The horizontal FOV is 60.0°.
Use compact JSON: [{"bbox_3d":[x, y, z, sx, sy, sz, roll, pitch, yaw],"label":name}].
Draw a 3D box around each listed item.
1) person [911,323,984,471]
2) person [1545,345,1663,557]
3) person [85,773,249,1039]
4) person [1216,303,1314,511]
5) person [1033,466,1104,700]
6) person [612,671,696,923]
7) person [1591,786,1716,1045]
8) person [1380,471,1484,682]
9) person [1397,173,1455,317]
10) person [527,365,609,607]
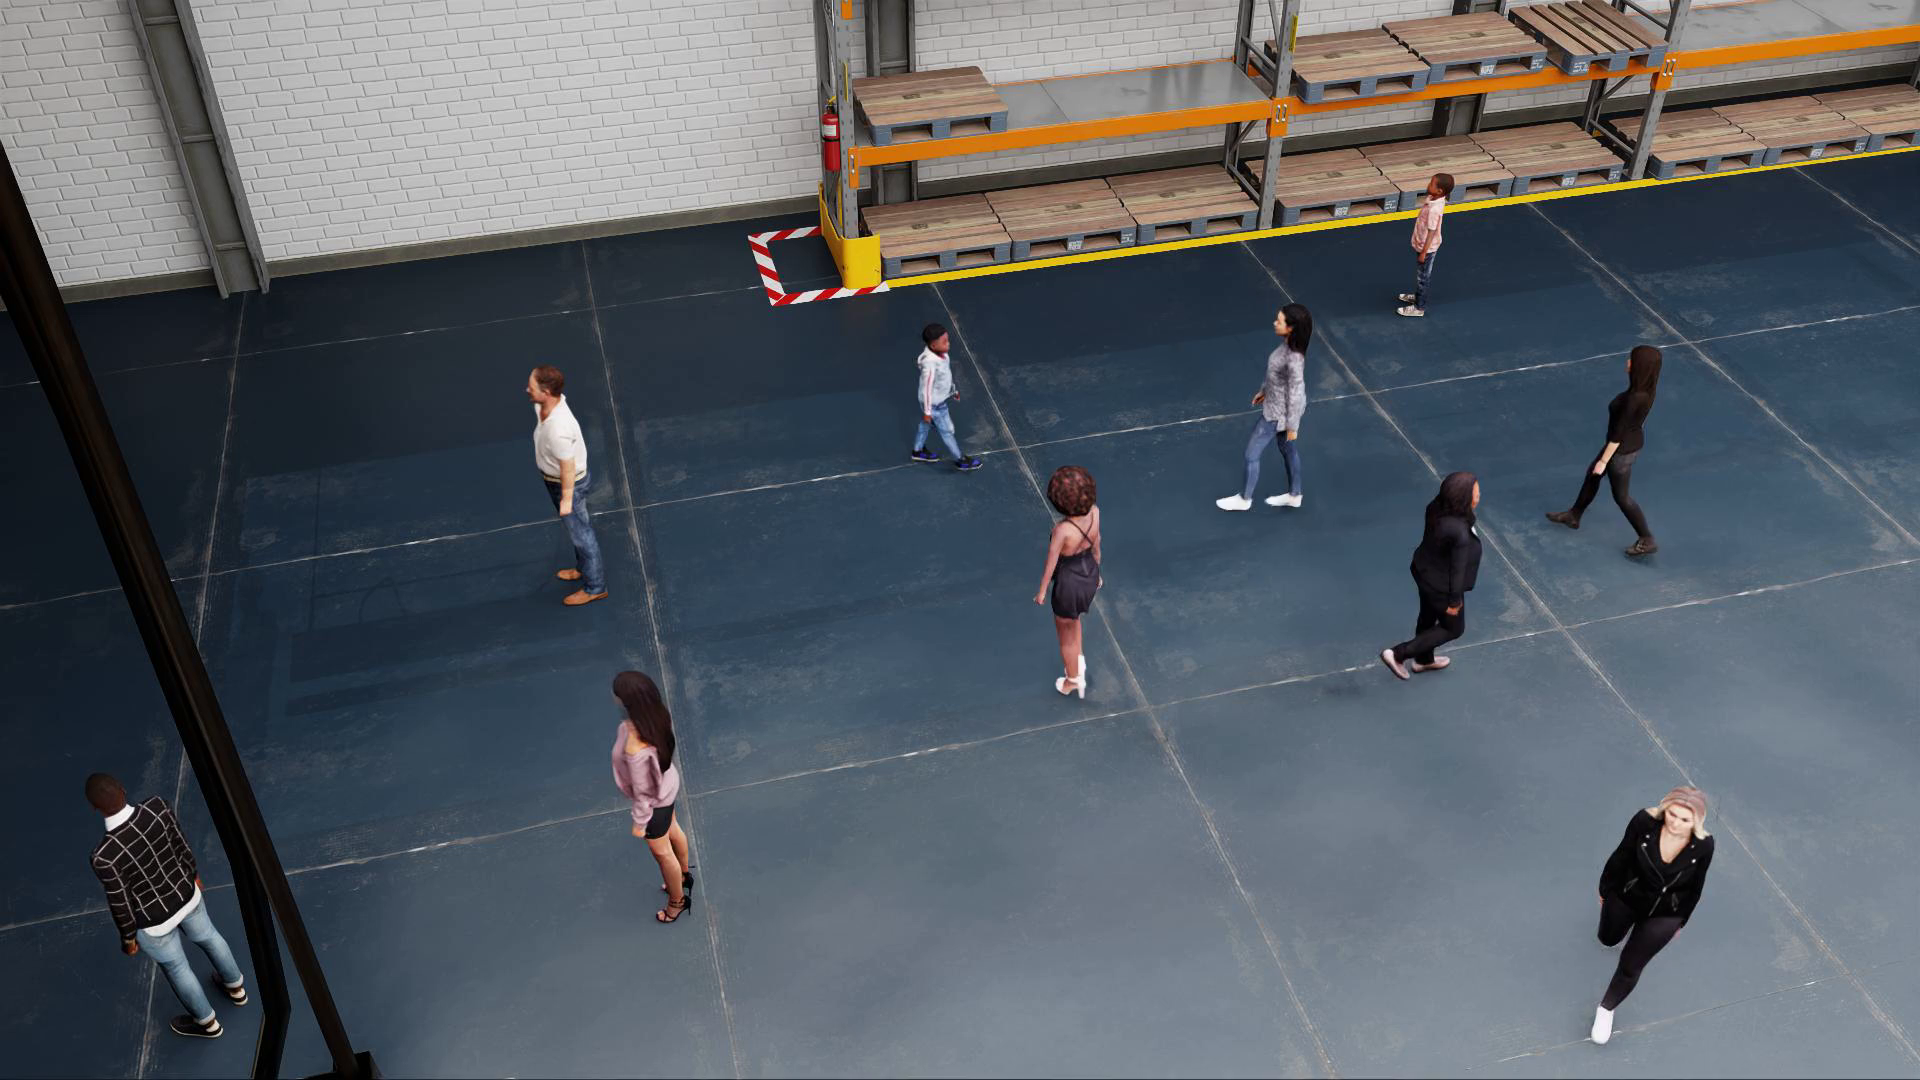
[{"bbox_3d":[-0.247,-1.083,12.480,0.868,1.236,0.692,5,39,6],"label":"person"},{"bbox_3d":[4.679,-0.587,11.559,1.071,1.610,1.051,23,44,26],"label":"person"},{"bbox_3d":[-3.998,1.832,8.362,0.781,1.820,0.746,16,41,19],"label":"person"},{"bbox_3d":[2.395,-0.919,11.895,0.972,1.708,0.840,8,39,10],"label":"person"},{"bbox_3d":[0.771,0.333,10.275,0.697,1.775,0.767,-31,48,-33],"label":"person"},{"bbox_3d":[-1.627,1.382,8.934,0.649,1.809,0.684,3,39,4],"label":"person"},{"bbox_3d":[3.519,1.808,8.512,1.017,1.670,1.062,19,42,22],"label":"person"},{"bbox_3d":[2.957,0.267,10.492,0.793,1.606,0.690,-5,39,-7],"label":"person"},{"bbox_3d":[4.011,-2.541,14.248,0.621,1.307,0.591,10,40,13],"label":"person"},{"bbox_3d":[-2.606,-0.386,11.110,0.562,1.856,0.658,-11,40,-13],"label":"person"}]
